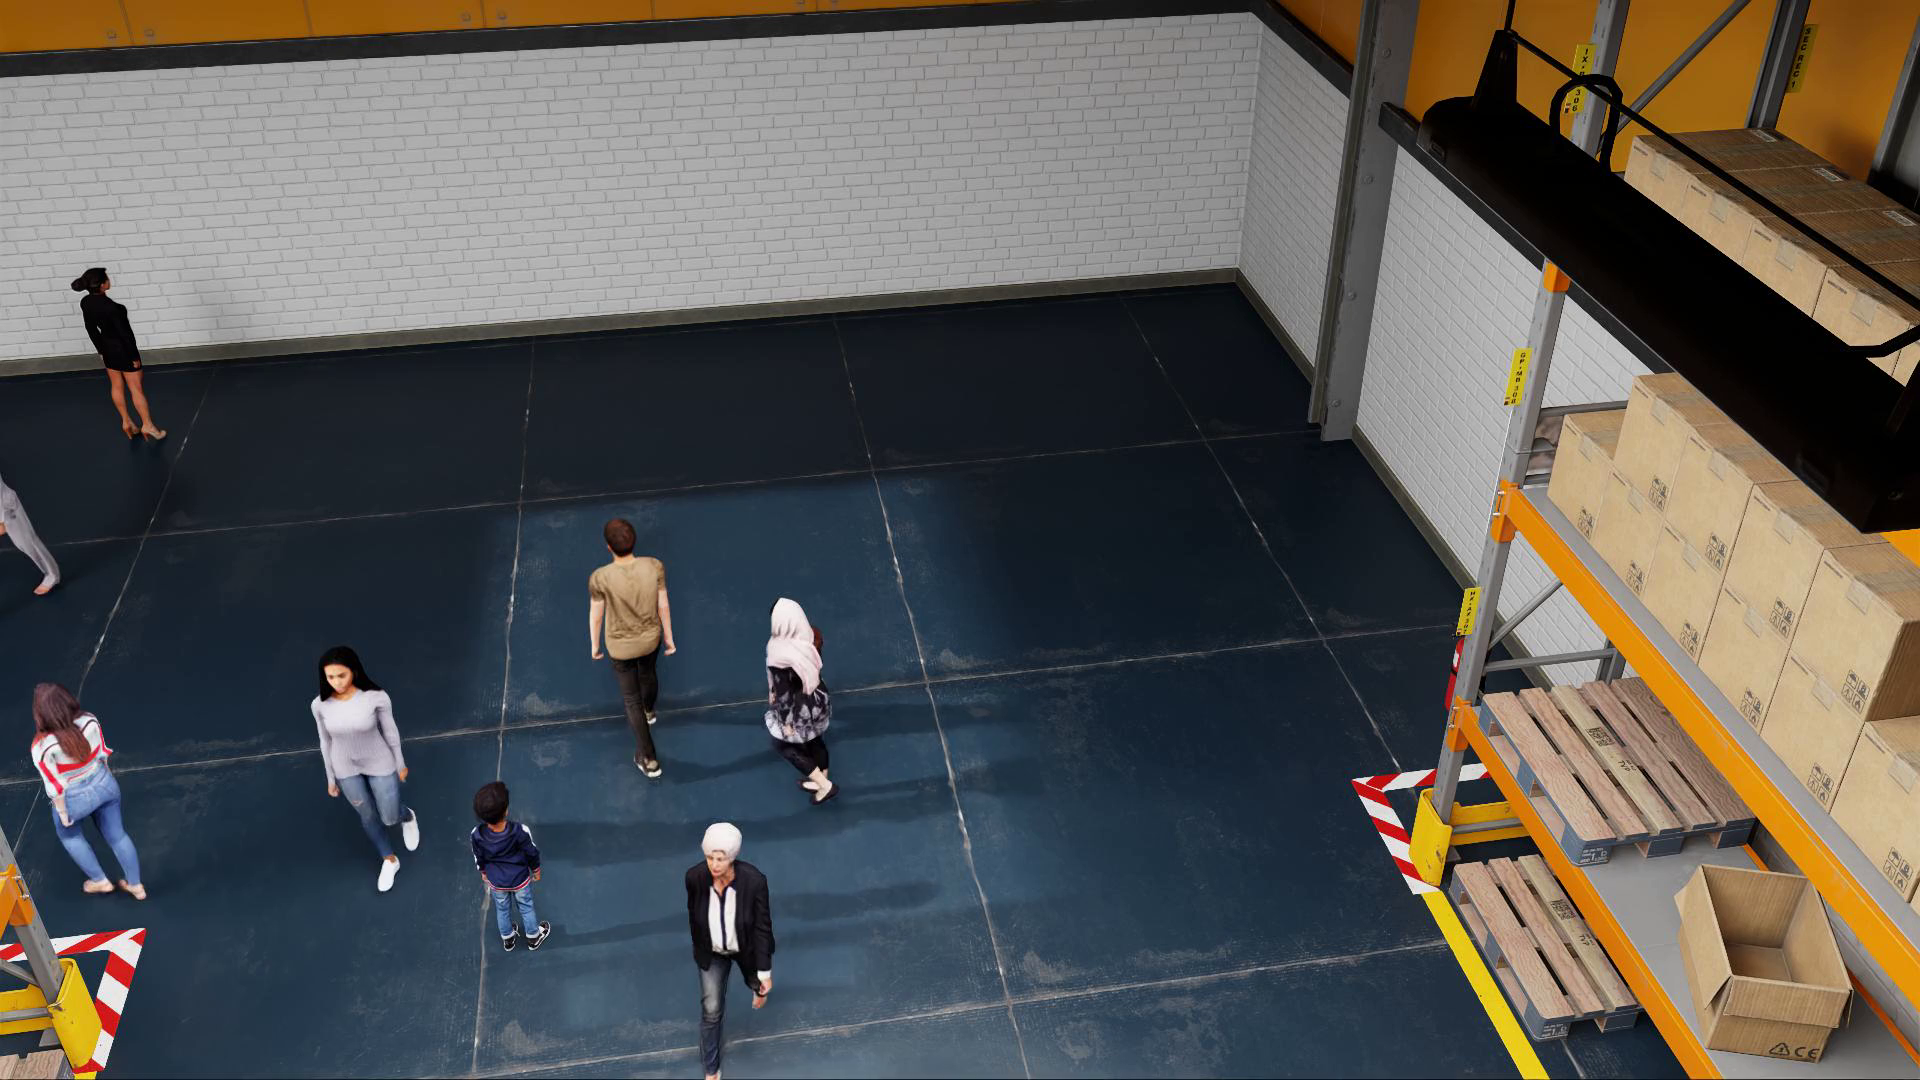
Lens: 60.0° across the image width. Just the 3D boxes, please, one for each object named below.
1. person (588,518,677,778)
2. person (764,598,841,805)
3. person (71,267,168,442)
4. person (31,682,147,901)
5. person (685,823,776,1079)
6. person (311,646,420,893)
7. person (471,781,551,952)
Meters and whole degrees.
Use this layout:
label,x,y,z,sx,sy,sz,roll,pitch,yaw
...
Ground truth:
label,x,y,z,sx,sy,sz,roll,pitch,yaw
person,-2.114,0.718,10.836,0.896,1.814,1.219,-15,36,-21
person,-0.944,1.069,10.485,0.895,1.618,0.834,22,39,29
person,-7.326,-1.614,14.501,0.705,1.640,0.755,12,36,18
person,-5.097,1.527,9.814,0.800,1.599,0.737,20,39,27
person,-1.231,2.154,8.930,0.960,1.751,1.169,5,34,7
person,-3.560,1.311,10.024,0.655,1.725,0.768,-2,34,-3
person,-2.614,1.896,9.597,0.552,1.223,0.538,0,34,1
